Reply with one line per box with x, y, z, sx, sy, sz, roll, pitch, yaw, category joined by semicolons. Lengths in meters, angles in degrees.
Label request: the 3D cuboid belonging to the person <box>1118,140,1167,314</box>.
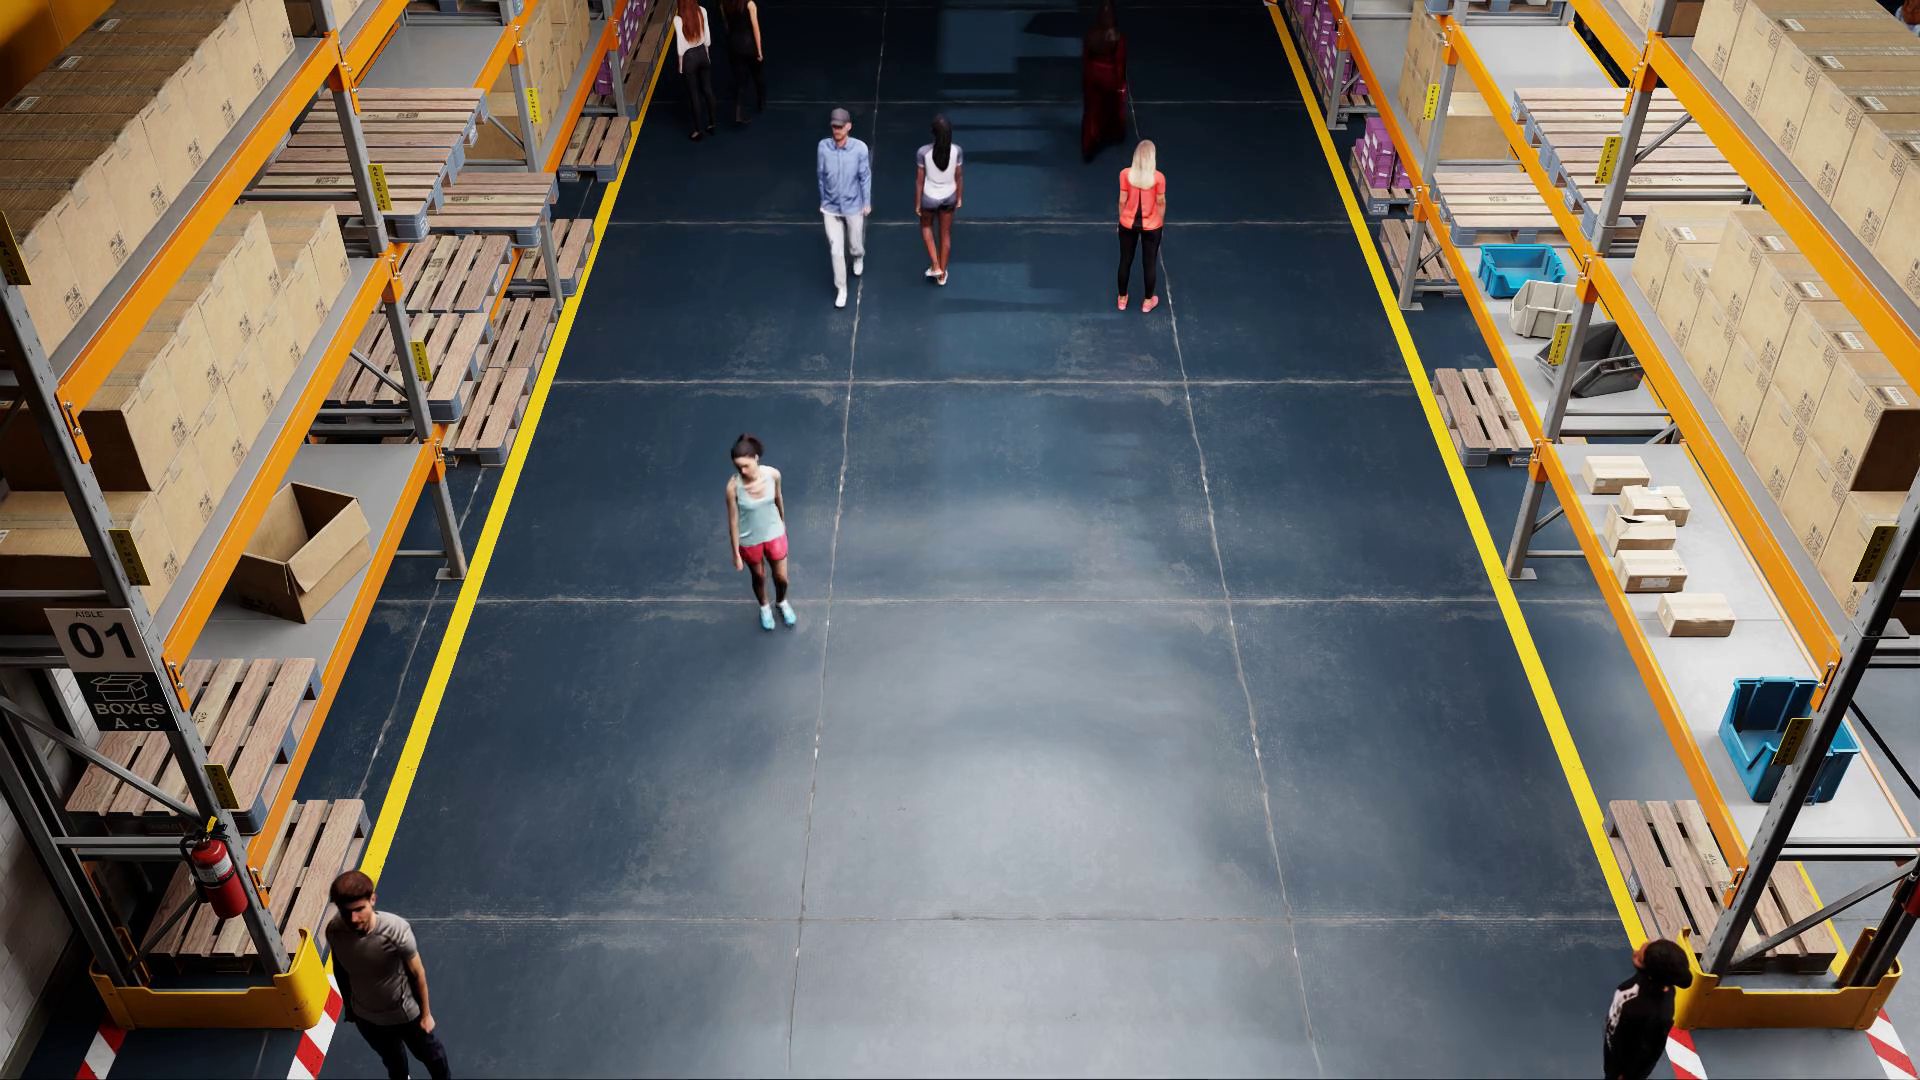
1.668;-2.905;15.399;0.649;1.695;0.623;11;40;13;person

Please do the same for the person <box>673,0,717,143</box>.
-2.916;-5.248;18.282;0.648;1.758;0.702;-31;48;-33;person

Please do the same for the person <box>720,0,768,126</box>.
-2.467;-5.458;18.632;0.675;1.650;1.061;6;39;7;person

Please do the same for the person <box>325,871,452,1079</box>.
-2.958;2.386;8.611;0.666;1.899;0.602;5;39;6;person

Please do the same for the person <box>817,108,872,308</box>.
-1.082;-3.166;15.585;0.688;1.871;0.999;3;39;3;person

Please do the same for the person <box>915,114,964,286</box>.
-0.186;-3.162;15.707;0.687;1.712;0.683;-8;39;-10;person

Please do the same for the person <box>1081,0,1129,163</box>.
1.503;-4.867;17.834;0.938;1.722;1.122;16;41;20;person

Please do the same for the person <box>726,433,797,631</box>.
-1.419;-0.049;11.788;0.712;1.738;0.746;-23;44;-26;person

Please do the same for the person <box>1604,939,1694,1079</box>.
3.445;2.595;8.530;0.685;1.673;0.516;6;39;8;person
